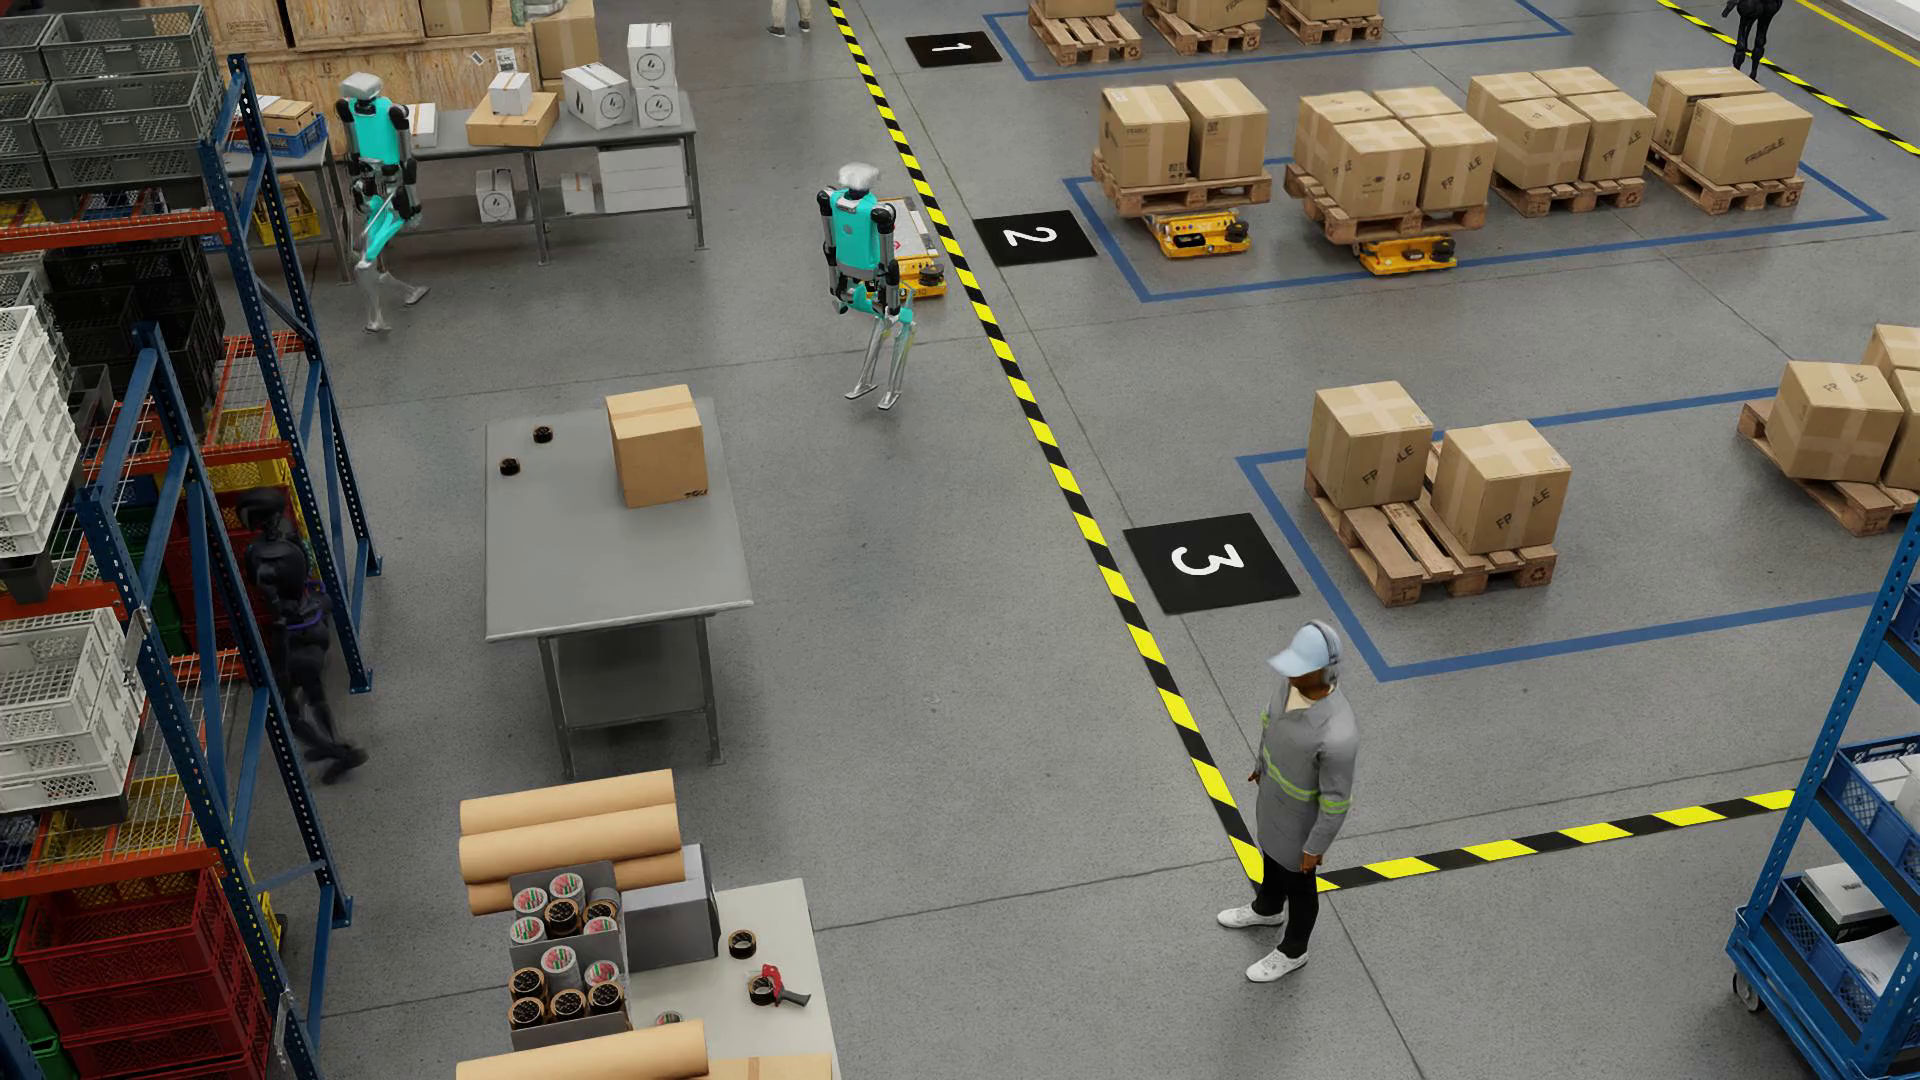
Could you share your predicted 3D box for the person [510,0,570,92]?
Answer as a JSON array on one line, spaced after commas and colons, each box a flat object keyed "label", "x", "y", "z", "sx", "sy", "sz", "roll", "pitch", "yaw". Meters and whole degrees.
[{"label": "person", "x": -3.515, "y": -4.385, "z": 14.051, "sx": 0.412, "sy": 1.939, "sz": 0.602, "roll": 23, "pitch": 42, "yaw": 28}]

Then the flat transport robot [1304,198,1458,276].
[{"label": "flat transport robot", "x": 3.234, "y": -2.477, "z": 12.859, "sx": 0.652, "sy": 0.197, "sz": 1.431, "roll": -8, "pitch": 37, "yaw": -10}]

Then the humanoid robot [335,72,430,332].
[{"label": "humanoid robot", "x": -4.047, "y": -2.197, "z": 11.309, "sx": 0.532, "sy": 1.779, "sz": 0.997, "roll": 12, "pitch": 38, "yaw": 15}]

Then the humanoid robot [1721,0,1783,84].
[{"label": "humanoid robot", "x": 7.176, "y": -4.891, "z": 14.937, "sx": 0.599, "sy": 1.655, "sz": 0.315, "roll": -14, "pitch": 39, "yaw": -19}]

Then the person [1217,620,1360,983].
[{"label": "person", "x": 1.336, "y": 1.065, "z": 6.795, "sx": 0.381, "sy": 1.851, "sz": 0.597, "roll": -9, "pitch": 38, "yaw": -12}]

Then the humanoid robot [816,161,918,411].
[{"label": "humanoid robot", "x": -0.489, "y": -1.634, "z": 10.410, "sx": 0.533, "sy": 1.673, "sz": 0.735, "roll": 21, "pitch": 42, "yaw": 26}]

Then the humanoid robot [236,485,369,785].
[{"label": "humanoid robot", "x": -3.101, "y": 0.442, "z": 7.793, "sx": 0.406, "sy": 1.653, "sz": 0.588, "roll": -7, "pitch": 37, "yaw": -9}]

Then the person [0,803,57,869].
[{"label": "person", "x": -4.250, "y": 0.877, "z": 7.096, "sx": 0.736, "sy": 1.801, "sz": 0.538, "roll": 24, "pitch": 43, "yaw": 28}]

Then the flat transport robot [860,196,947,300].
[{"label": "flat transport robot", "x": -0.570, "y": -2.220, "z": 12.538, "sx": 0.659, "sy": 0.231, "sz": 1.431, "roll": -8, "pitch": 37, "yaw": -10}]

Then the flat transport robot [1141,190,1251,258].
[{"label": "flat transport robot", "x": 1.733, "y": -2.648, "z": 13.090, "sx": 0.652, "sy": 0.197, "sz": 1.431, "roll": -8, "pitch": 37, "yaw": -10}]

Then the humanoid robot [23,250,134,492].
[{"label": "humanoid robot", "x": -5.046, "y": -0.937, "z": 9.642, "sx": 0.543, "sy": 1.866, "sz": 0.652, "roll": -27, "pitch": 44, "yaw": -32}]

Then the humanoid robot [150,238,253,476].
[{"label": "humanoid robot", "x": -4.585, "y": -1.125, "z": 9.878, "sx": 0.403, "sy": 1.646, "sz": 0.600, "roll": -18, "pitch": 40, "yaw": -22}]

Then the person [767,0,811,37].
[{"label": "person", "x": -1.687, "y": -5.761, "z": 16.037, "sx": 0.573, "sy": 1.769, "sz": 0.396, "roll": -20, "pitch": 41, "yaw": -24}]
